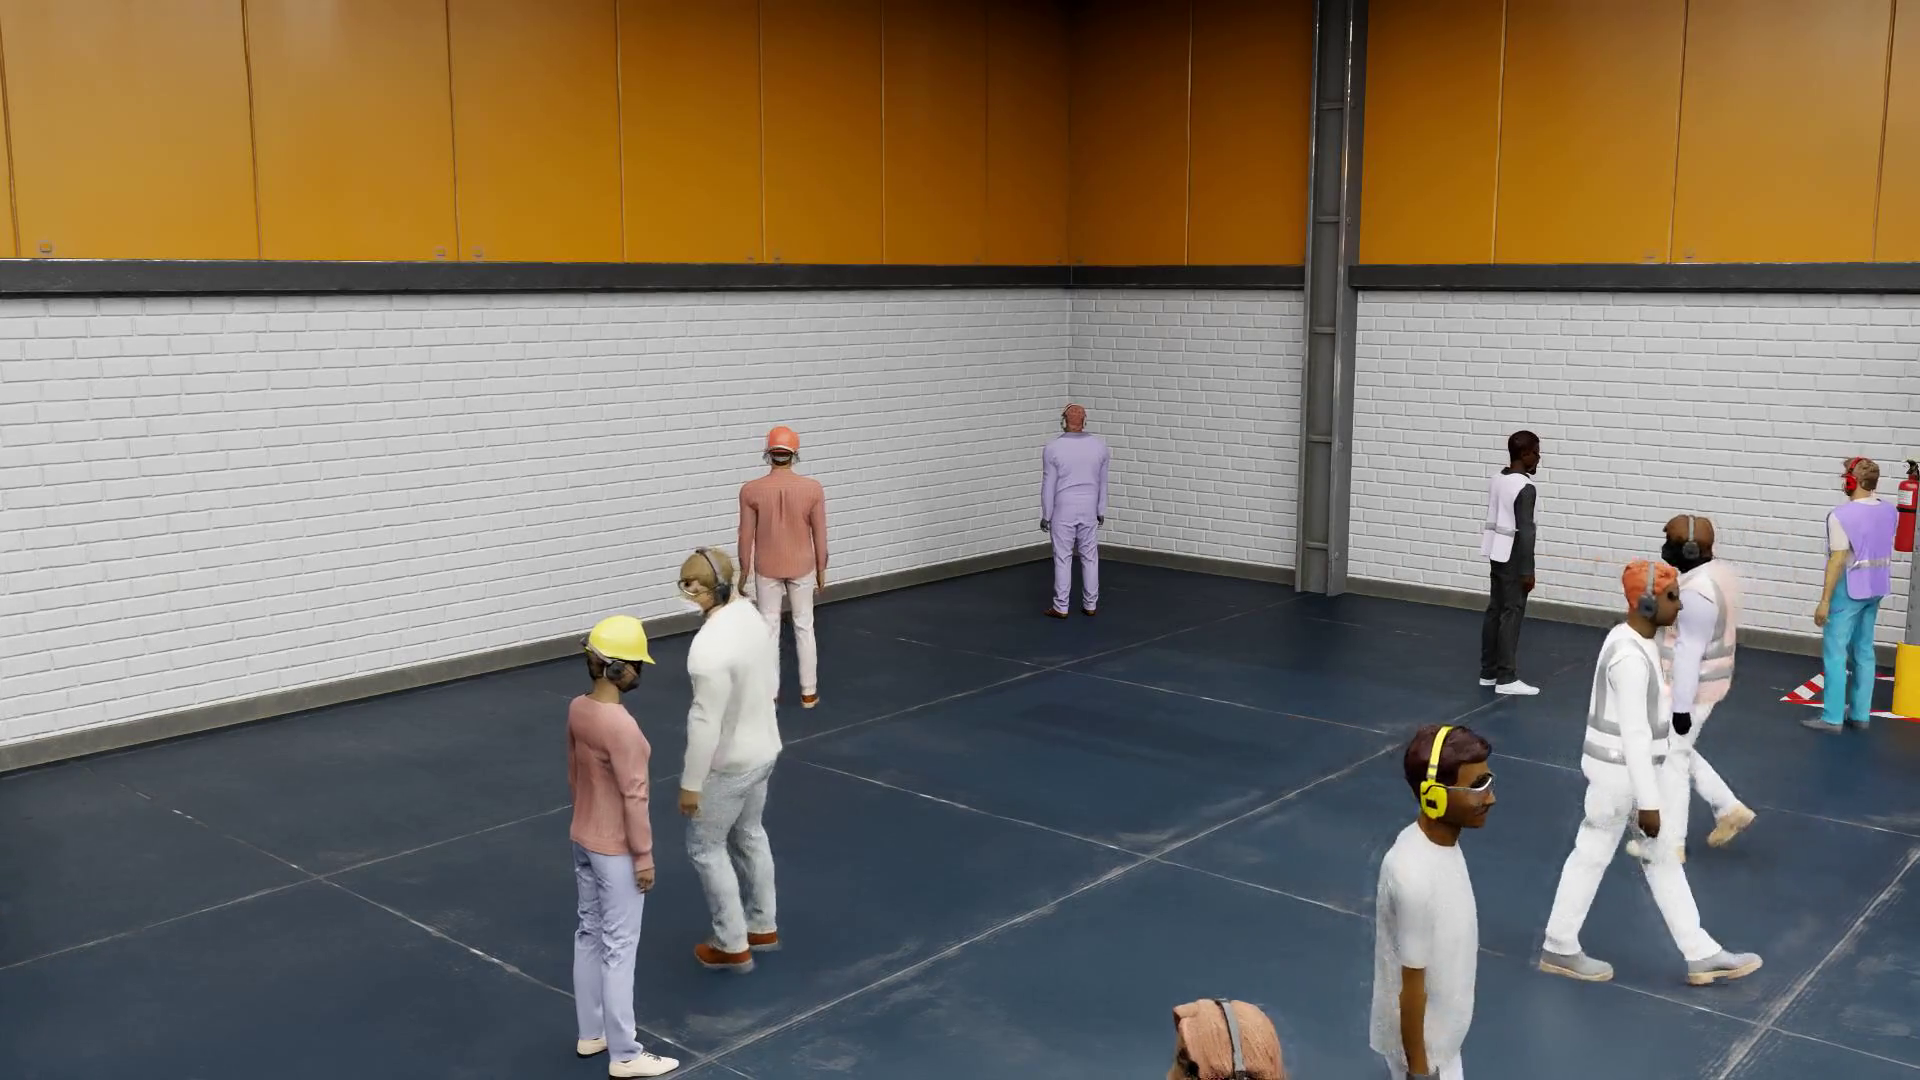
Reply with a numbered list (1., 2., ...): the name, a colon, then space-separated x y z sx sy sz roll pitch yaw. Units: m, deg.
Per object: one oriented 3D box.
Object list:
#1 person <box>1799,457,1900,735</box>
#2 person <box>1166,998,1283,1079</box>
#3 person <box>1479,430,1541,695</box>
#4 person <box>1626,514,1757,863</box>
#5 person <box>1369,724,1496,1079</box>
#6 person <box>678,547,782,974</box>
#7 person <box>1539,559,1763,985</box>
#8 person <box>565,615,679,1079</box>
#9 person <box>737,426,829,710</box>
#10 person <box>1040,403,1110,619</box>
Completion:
1. person: 5.912 0.380 10.996 0.603 1.838 0.423 -4 10 -22
2. person: 0.549 1.700 3.400 0.769 1.608 0.528 0 9 1
3. person: 4.003 0.158 12.112 0.370 1.916 0.597 -1 9 -6
4. person: 3.770 0.771 8.541 0.510 1.826 0.645 6 11 32
5. person: 1.242 1.393 4.574 0.630 1.854 0.513 5 10 27
6. person: -0.984 0.958 7.177 0.416 1.903 0.661 2 9 10
7. person: 2.935 1.009 6.979 0.940 1.843 0.610 4 10 26
8. person: -1.303 1.159 6.330 0.332 1.759 0.523 -7 11 -36
9. person: -1.237 0.204 11.611 0.643 1.989 0.401 -2 9 -11
10. person: 0.996 -0.253 14.722 0.643 1.909 0.410 -4 10 -22
